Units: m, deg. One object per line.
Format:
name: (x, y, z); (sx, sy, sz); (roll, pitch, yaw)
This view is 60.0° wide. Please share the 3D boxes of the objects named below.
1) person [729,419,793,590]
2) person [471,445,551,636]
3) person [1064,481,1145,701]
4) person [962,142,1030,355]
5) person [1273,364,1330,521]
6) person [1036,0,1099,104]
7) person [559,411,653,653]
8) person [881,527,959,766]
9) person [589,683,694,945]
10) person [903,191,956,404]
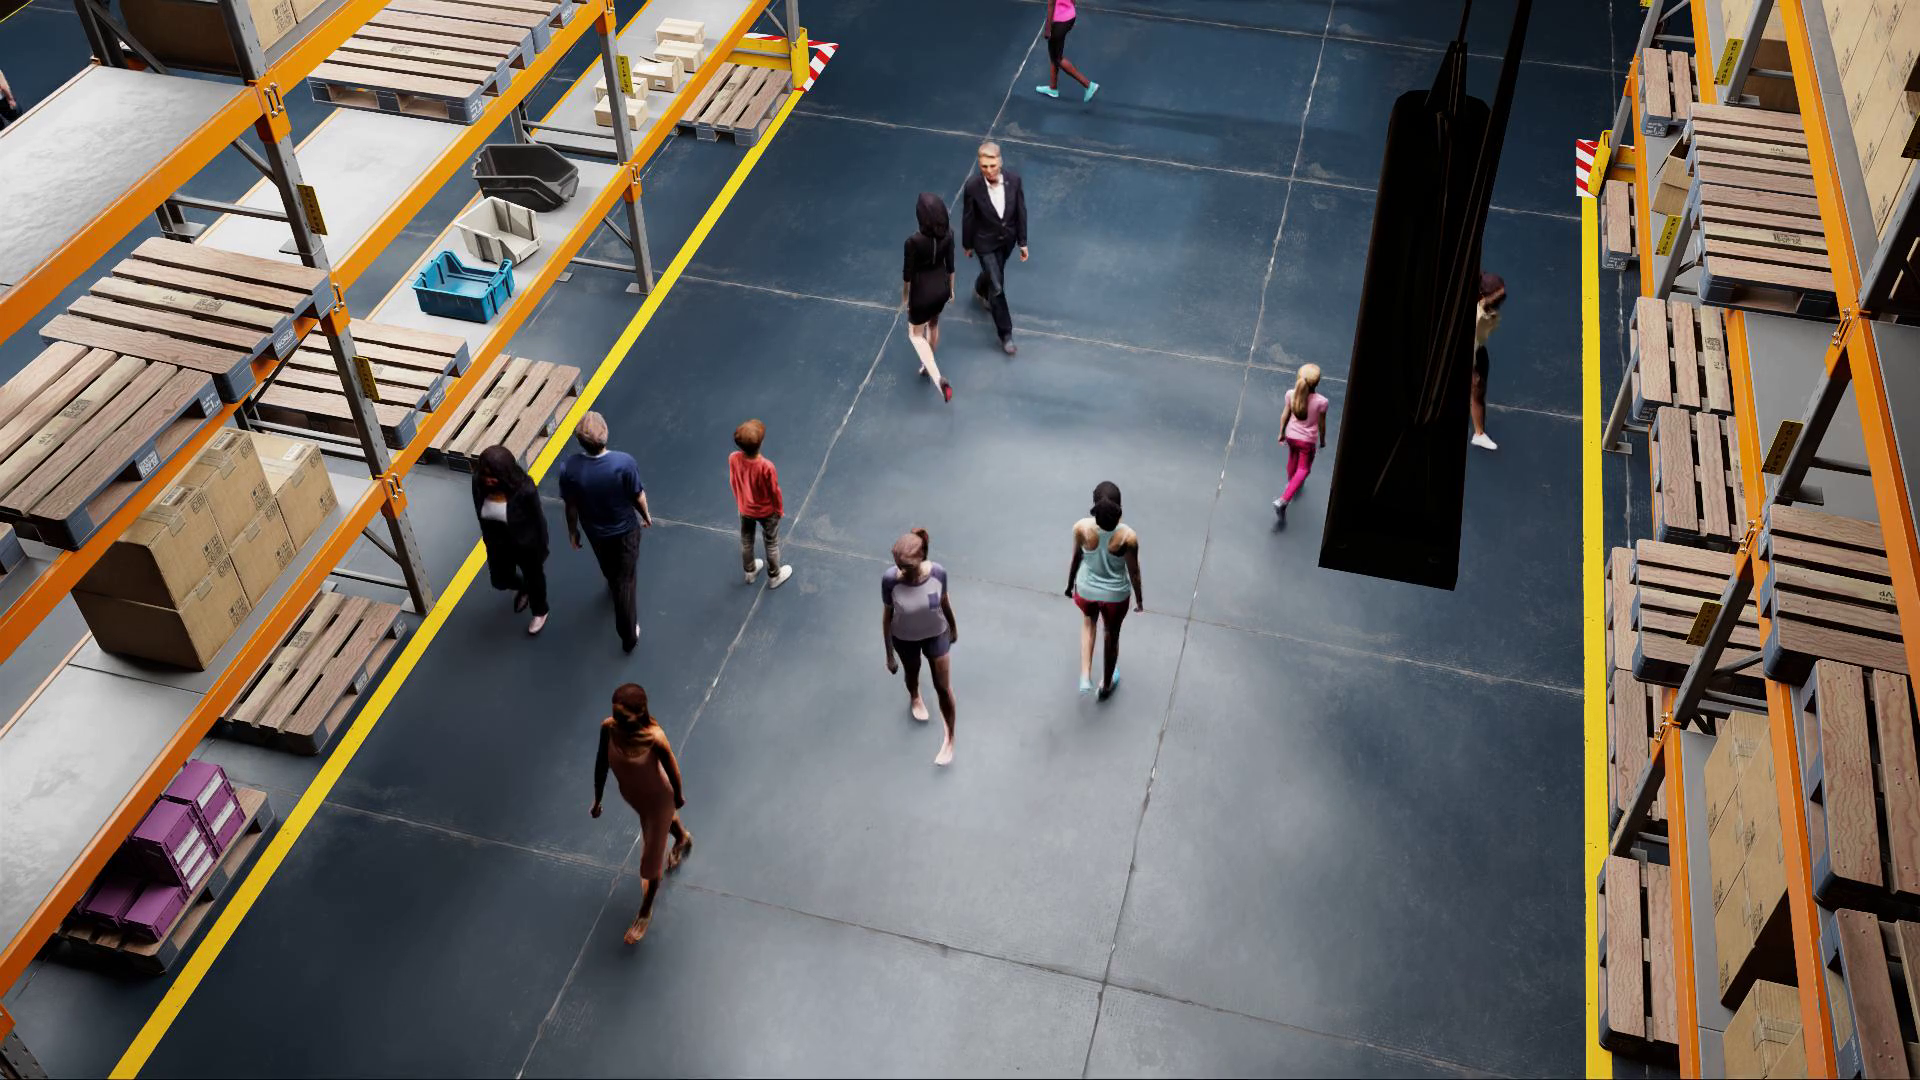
person: (-1.404, -0.244, 11.480); (0.539, 1.417, 0.489); (15, 46, 15)
person: (-2.940, -0.066, 11.157); (0.671, 1.605, 0.703); (6, 44, 6)
person: (0.870, 0.384, 10.579); (0.688, 1.752, 0.720); (16, 46, 16)
person: (0.274, -2.510, 13.606); (1.107, 1.766, 1.264); (-14, 45, -15)
person: (2.468, -0.715, 12.093); (0.666, 1.254, 0.875); (26, 49, 25)
person: (1.066, -5.060, 16.327); (0.782, 1.704, 0.959); (22, 48, 22)
person: (-2.306, -0.005, 10.926); (0.871, 1.836, 1.125); (-1, 44, -2)
person: (-0.266, 0.537, 10.432); (0.829, 1.733, 1.000); (-7, 44, -7)
person: (-1.734, 1.382, 9.502); (0.740, 1.792, 1.094); (19, 47, 19)
person: (-0.206, -1.828, 12.879); (0.974, 1.781, 1.041); (-21, 47, -20)
